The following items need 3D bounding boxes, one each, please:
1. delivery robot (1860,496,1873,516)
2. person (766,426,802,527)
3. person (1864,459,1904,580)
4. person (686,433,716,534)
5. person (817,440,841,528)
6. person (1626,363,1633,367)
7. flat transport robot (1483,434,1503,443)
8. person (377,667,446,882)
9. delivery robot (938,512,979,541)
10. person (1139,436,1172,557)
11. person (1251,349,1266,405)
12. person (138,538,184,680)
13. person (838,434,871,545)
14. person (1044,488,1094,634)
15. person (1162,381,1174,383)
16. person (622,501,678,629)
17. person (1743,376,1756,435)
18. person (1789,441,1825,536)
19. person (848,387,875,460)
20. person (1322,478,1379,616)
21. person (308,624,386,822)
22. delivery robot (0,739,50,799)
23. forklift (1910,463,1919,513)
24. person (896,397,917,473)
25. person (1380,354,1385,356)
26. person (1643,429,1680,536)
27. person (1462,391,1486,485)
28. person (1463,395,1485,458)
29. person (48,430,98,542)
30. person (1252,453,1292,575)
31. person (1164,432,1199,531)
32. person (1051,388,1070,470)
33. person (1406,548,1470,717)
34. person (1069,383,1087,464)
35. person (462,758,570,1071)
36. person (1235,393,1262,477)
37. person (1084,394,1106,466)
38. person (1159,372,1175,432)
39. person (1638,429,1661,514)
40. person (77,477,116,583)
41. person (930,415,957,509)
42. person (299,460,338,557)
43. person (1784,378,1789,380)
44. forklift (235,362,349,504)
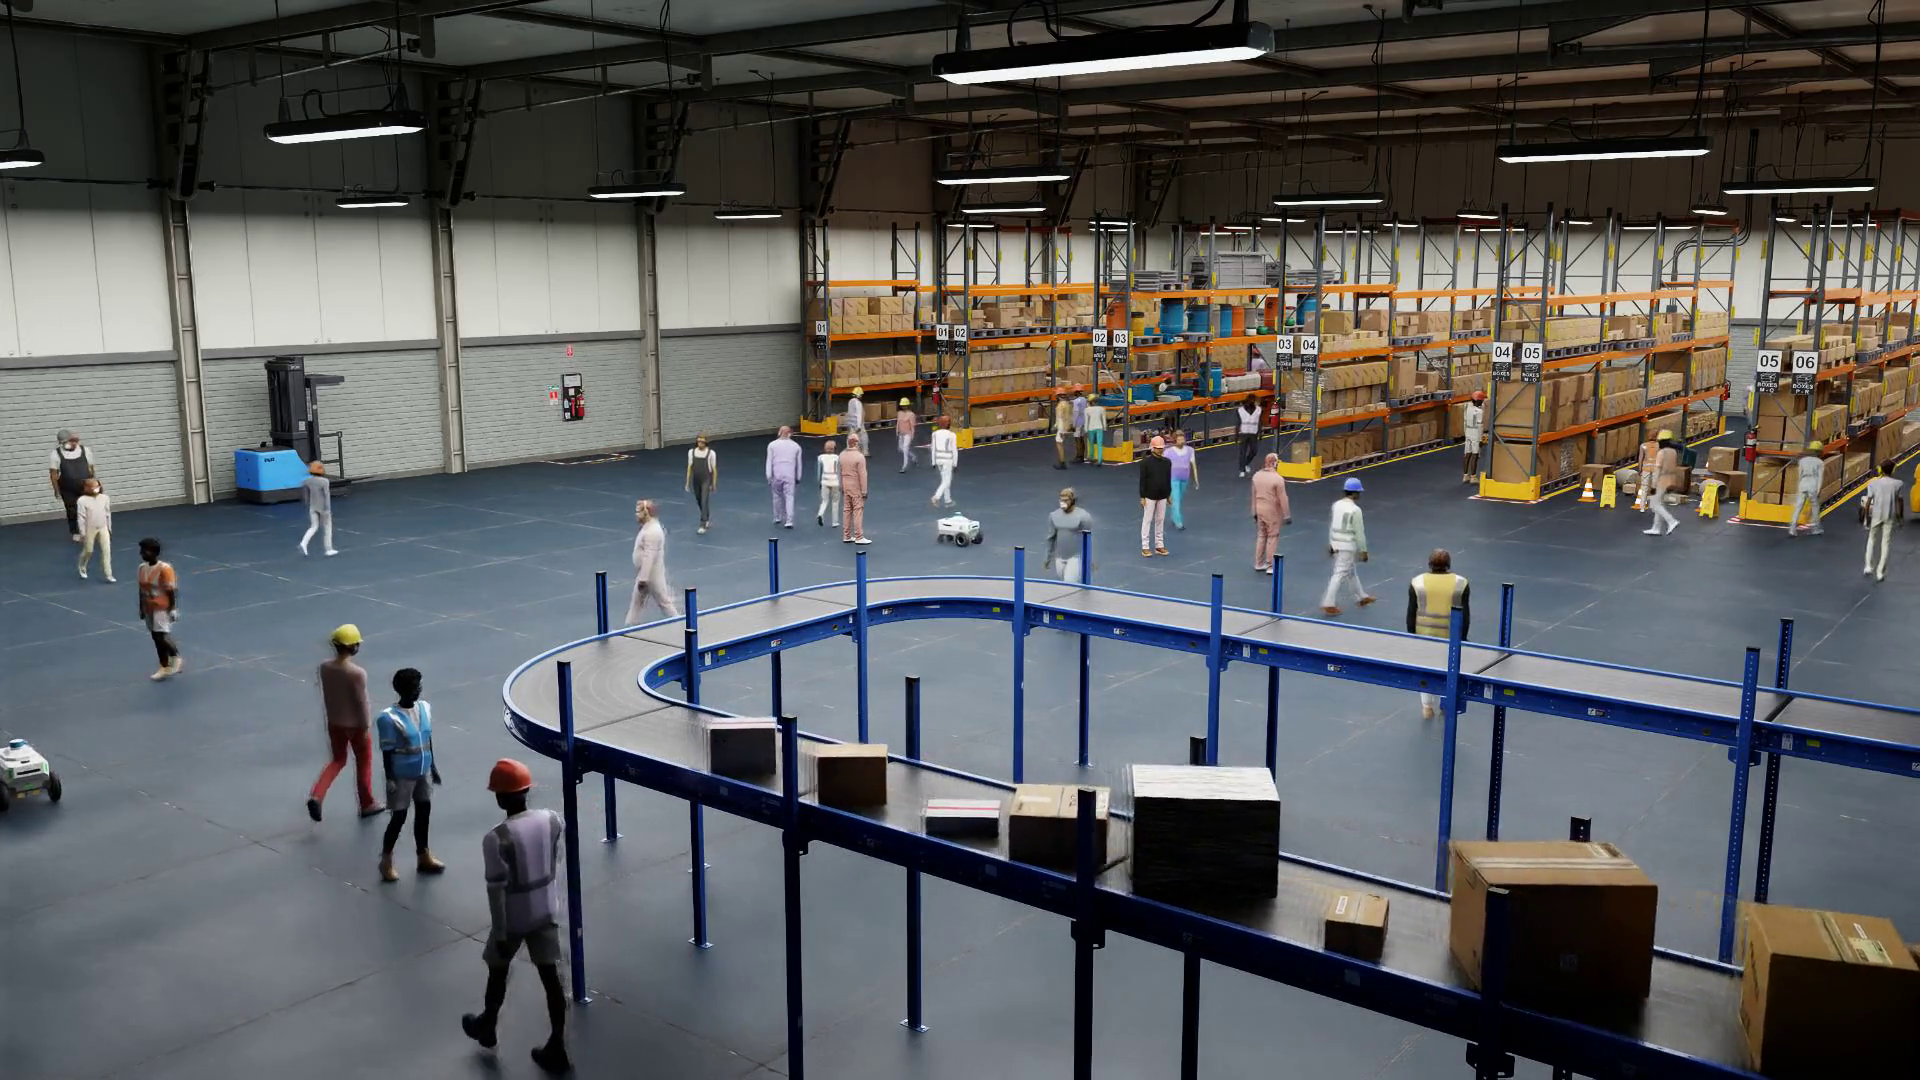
[{"bbox_3d":[17.274,-0.679,29.581,0.477,0.478,0.707,4,11,21],"label":"delivery robot"},{"bbox_3d":[-3.263,-1.172,28.938,0.680,1.827,1.031,-2,10,-11],"label":"person"},{"bbox_3d":[14.305,-0.336,24.214,0.541,1.834,0.873,6,12,30],"label":"person"},{"bbox_3d":[-4.655,-1.063,28.371,0.524,1.815,0.900,2,10,12],"label":"person"},{"bbox_3d":[-2.383,-1.016,28.631,0.515,1.624,0.494,3,11,17],"label":"person"},{"bbox_3d":[19.517,-4.224,45.863,0.900,1.906,0.655,-7,12,-35],"label":"person"},{"bbox_3d":[14.581,-2.758,42.345,1.431,0.197,0.652,-2,10,-9],"label":"flat transport robot"},{"bbox_3d":[-4.392,1.834,12.416,0.451,1.692,0.568,5,11,25],"label":"person"},{"bbox_3d":[-0.026,-0.235,27.079,0.707,0.478,0.477,7,12,35],"label":"delivery robot"},{"bbox_3d":[3.251,-0.732,25.971,0.612,1.995,0.376,-5,11,-26],"label":"person"},{"bbox_3d":[9.941,-5.383,52.182,0.630,1.981,1.061,7,12,36],"label":"person"},{"bbox_3d":[-9.337,0.804,18.174,0.556,1.684,0.368,5,11,27],"label":"person"},{"bbox_3d":[-1.811,-0.885,27.067,0.649,1.913,0.409,10,14,43],"label":"person"},{"bbox_3d":[1.353,0.279,20.509,0.662,1.905,0.899,8,13,37],"label":"person"},{"bbox_3d":[7.019,-5.362,52.440,0.577,1.843,0.704,9,13,41],"label":"person"},{"bbox_3d":[-3.982,0.419,19.885,0.989,1.851,0.669,-3,11,-18],"label":"person"},{"bbox_3d":[21.343,-3.533,41.917,0.624,1.929,0.698,5,11,28],"label":"person"},{"bbox_3d":[15.108,-0.917,27.837,0.889,1.702,0.493,-7,12,-34],"label":"person"},{"bbox_3d":[-2.443,-2.861,38.471,0.749,1.803,0.609,-7,12,-33],"label":"person"},{"bbox_3d":[5.433,0.085,21.640,0.993,1.893,0.645,-3,10,-15],"label":"person"},{"bbox_3d":[-5.338,1.593,13.551,0.531,1.747,0.656,4,11,22],"label":"person"},{"bbox_3d":[-8.547,2.053,14.203,0.477,0.478,0.707,-9,14,-43],"label":"delivery robot"},{"bbox_3d":[19.034,-1.348,28.998,2.313,2.155,1.214,8,13,37],"label":"forklift"},{"bbox_3d":[-1.216,-2.452,36.322,0.599,1.748,0.539,-9,14,-42],"label":"person"},{"bbox_3d":[14.098,-5.396,52.347,0.658,1.938,1.017,-7,12,-34],"label":"person"},{"bbox_3d":[12.485,-1.006,27.726,0.609,1.912,0.592,-9,14,-42],"label":"person"},{"bbox_3d":[11.329,-2.259,34.426,0.393,2.044,0.609,-3,10,-15],"label":"person"},{"bbox_3d":[12.776,-2.855,38.921,0.525,1.639,0.307,4,11,20],"label":"person"},{"bbox_3d":[-15.407,-0.950,27.185,0.702,2.000,0.608,-8,13,-36],"label":"person"},{"bbox_3d":[4.847,-0.411,24.439,0.417,1.904,0.664,-6,12,-30],"label":"person"},{"bbox_3d":[4.008,-1.084,28.532,0.587,1.791,0.989,-3,10,-16],"label":"person"},{"bbox_3d":[2.374,-2.631,36.940,0.500,1.897,0.566,4,11,22],"label":"person"},{"bbox_3d":[5.095,0.994,16.710,0.650,1.831,0.447,3,11,17],"label":"person"},{"bbox_3d":[2.863,-2.833,37.954,0.354,1.939,0.545,5,11,27],"label":"person"},{"bbox_3d":[-2.725,2.237,9.540,0.923,1.899,0.550,9,14,41],"label":"person"},{"bbox_3d":[6.557,-2.404,35.637,0.665,1.899,0.482,-1,10,-5],"label":"person"},{"bbox_3d":[3.252,-2.648,37.598,0.584,1.704,0.925,-1,10,-6],"label":"person"},{"bbox_3d":[5.756,-3.678,42.860,0.655,1.886,0.506,-2,10,-8],"label":"person"},{"bbox_3d":[13.413,-1.326,30.314,0.514,1.640,0.310,6,12,30],"label":"person"},{"bbox_3d":[-13.246,-0.170,23.898,0.743,1.612,0.517,7,12,34],"label":"person"},{"bbox_3d":[-0.335,-1.533,30.878,0.583,1.862,0.821,8,13,37],"label":"person"},{"bbox_3d":[-10.624,-0.512,25.817,0.503,1.614,0.673,3,11,18],"label":"person"},{"bbox_3d":[25.309,-4.474,47.463,0.429,1.844,0.627,-4,11,-21],"label":"person"},{"bbox_3d":[-13.803,-2.244,32.110,1.129,2.768,1.873,8,13,37],"label":"forklift"}]
